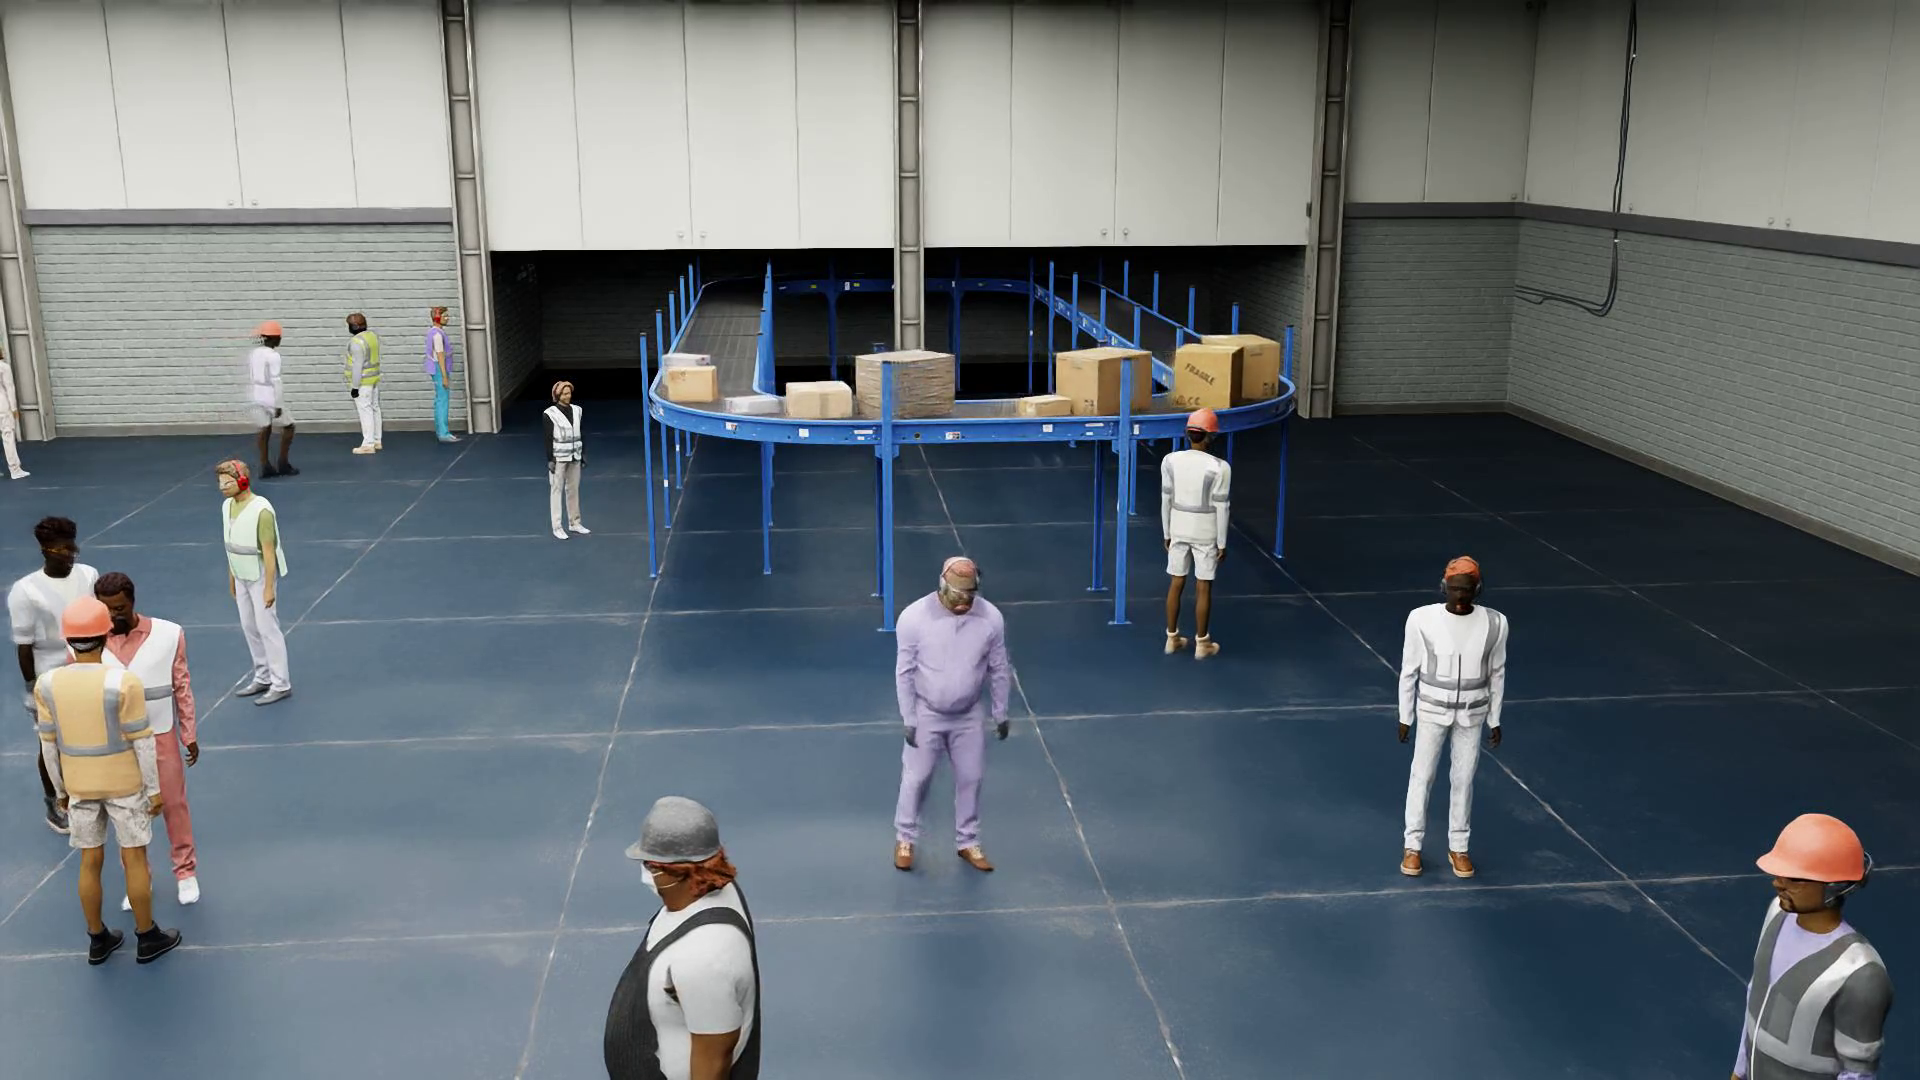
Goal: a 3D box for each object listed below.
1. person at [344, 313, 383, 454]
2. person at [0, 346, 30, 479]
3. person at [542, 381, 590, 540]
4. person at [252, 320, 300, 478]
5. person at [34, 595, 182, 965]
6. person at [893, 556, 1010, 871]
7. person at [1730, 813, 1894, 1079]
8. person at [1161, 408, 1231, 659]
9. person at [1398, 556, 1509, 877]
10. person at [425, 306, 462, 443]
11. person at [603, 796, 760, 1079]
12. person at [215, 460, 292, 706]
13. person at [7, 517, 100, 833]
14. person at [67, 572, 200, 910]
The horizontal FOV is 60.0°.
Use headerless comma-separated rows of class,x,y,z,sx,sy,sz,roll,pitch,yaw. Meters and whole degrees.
person,-7.820,-2.055,21.788,0.429,1.841,0.625,1,14,3
person,-11.684,-1.605,20.188,0.487,1.740,0.313,0,14,0
person,-4.111,-0.840,17.331,0.307,1.641,0.513,9,17,33
person,-8.359,-1.715,20.263,0.565,1.913,0.567,10,17,34
person,-4.334,1.225,8.461,0.552,1.937,0.358,0,14,0
person,-0.067,0.986,9.533,0.730,1.886,0.495,-5,15,-18
person,2.792,1.883,5.612,0.378,2.045,0.605,-1,14,-4
person,1.902,-0.051,13.384,0.602,2.034,0.401,10,17,34
person,2.788,1.003,9.458,0.584,1.882,0.337,2,14,6
person,-7.034,-2.243,22.522,0.385,1.845,0.569,-6,15,-24
person,-0.956,1.846,5.767,0.536,2.000,0.688,-2,14,-7
person,-5.253,0.299,12.392,0.572,1.831,0.404,10,17,36
person,-5.405,0.803,10.135,0.458,1.951,0.652,6,15,21
person,-4.499,1.084,9.100,0.601,1.907,0.411,-5,15,-21
